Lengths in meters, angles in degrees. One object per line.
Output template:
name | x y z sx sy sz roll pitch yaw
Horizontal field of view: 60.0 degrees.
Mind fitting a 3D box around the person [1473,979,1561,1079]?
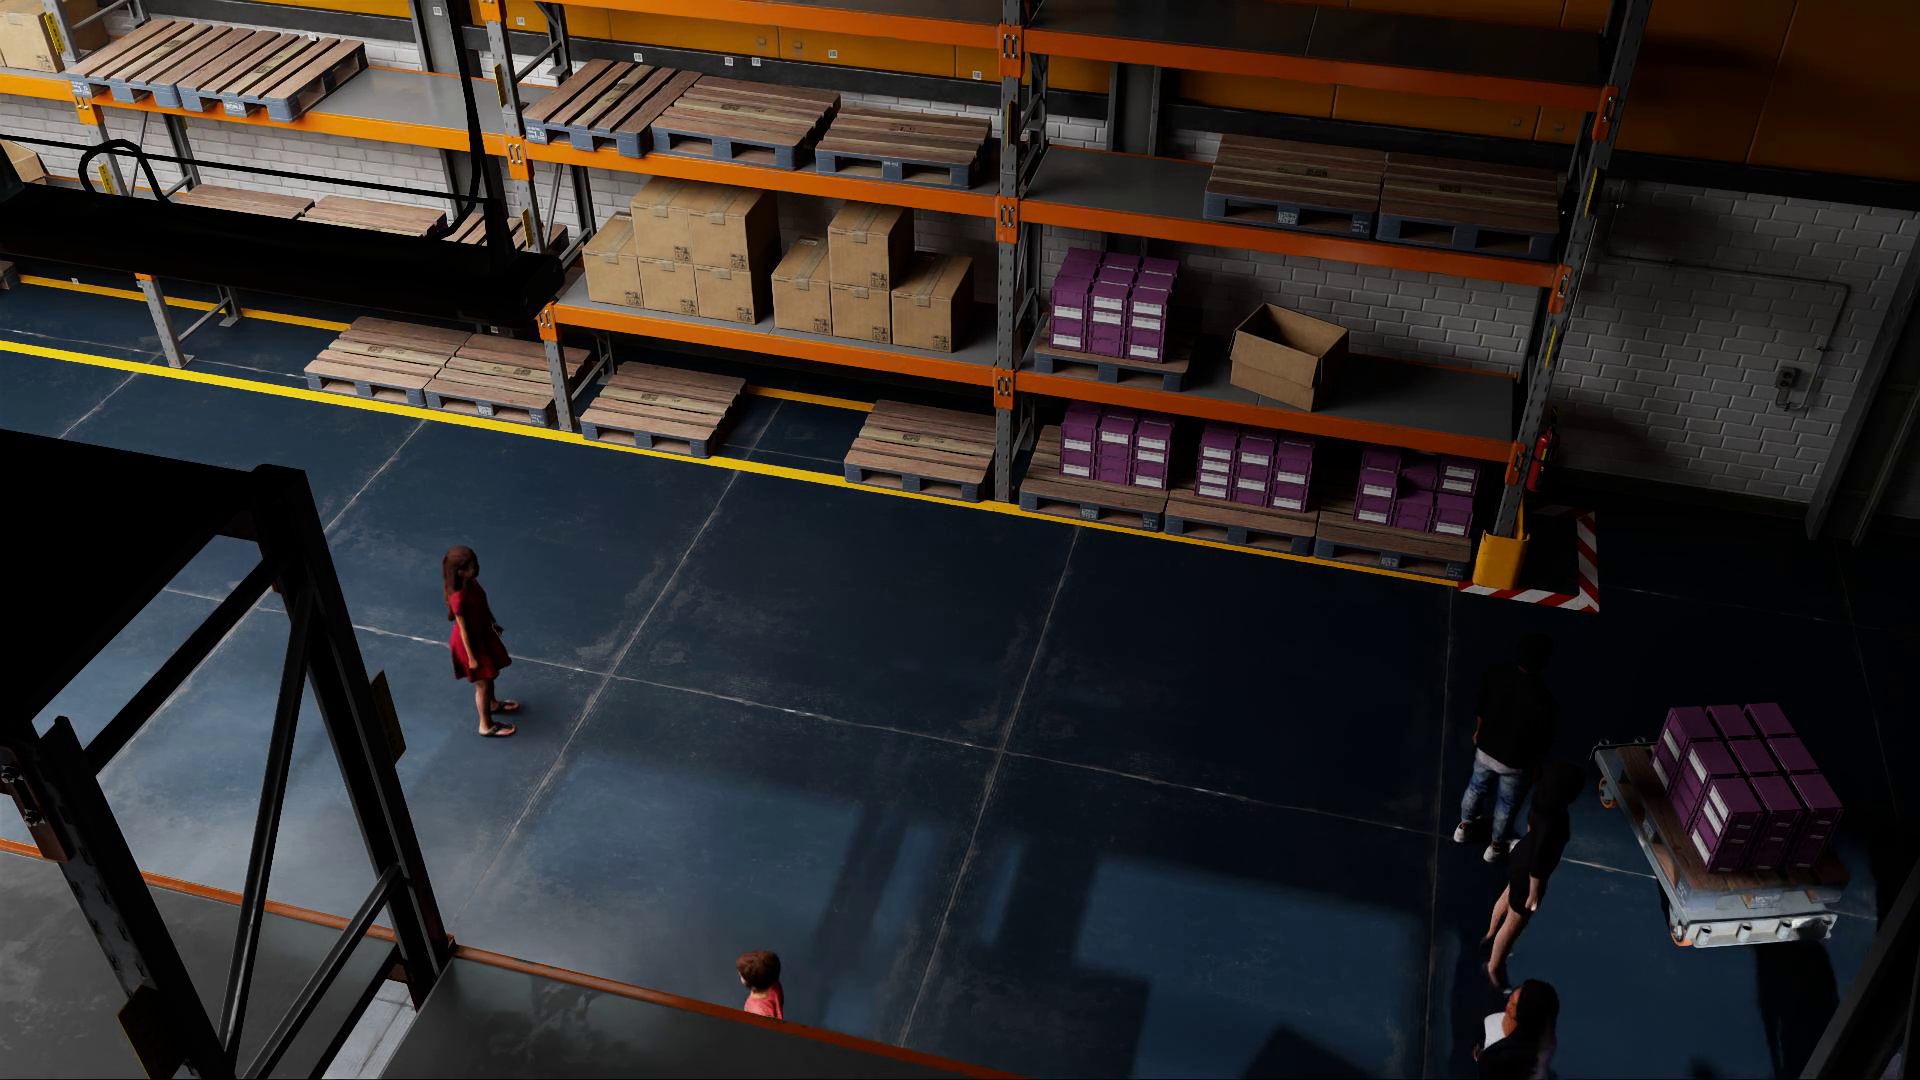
person | 2.984 2.833 8.784 1.086 1.584 0.721 5 39 6

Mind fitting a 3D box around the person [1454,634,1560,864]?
person | 3.459 1.305 10.513 0.846 1.815 0.750 -26 46 -29

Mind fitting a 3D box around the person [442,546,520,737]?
person | -3.389 0.676 11.515 0.686 1.546 0.648 -1 39 -1

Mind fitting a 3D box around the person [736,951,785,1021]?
person | -0.996 2.750 9.031 0.559 1.406 0.542 7 39 9

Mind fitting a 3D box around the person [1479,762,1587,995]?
person | 3.326 1.942 9.724 0.488 1.803 0.605 11 40 13
